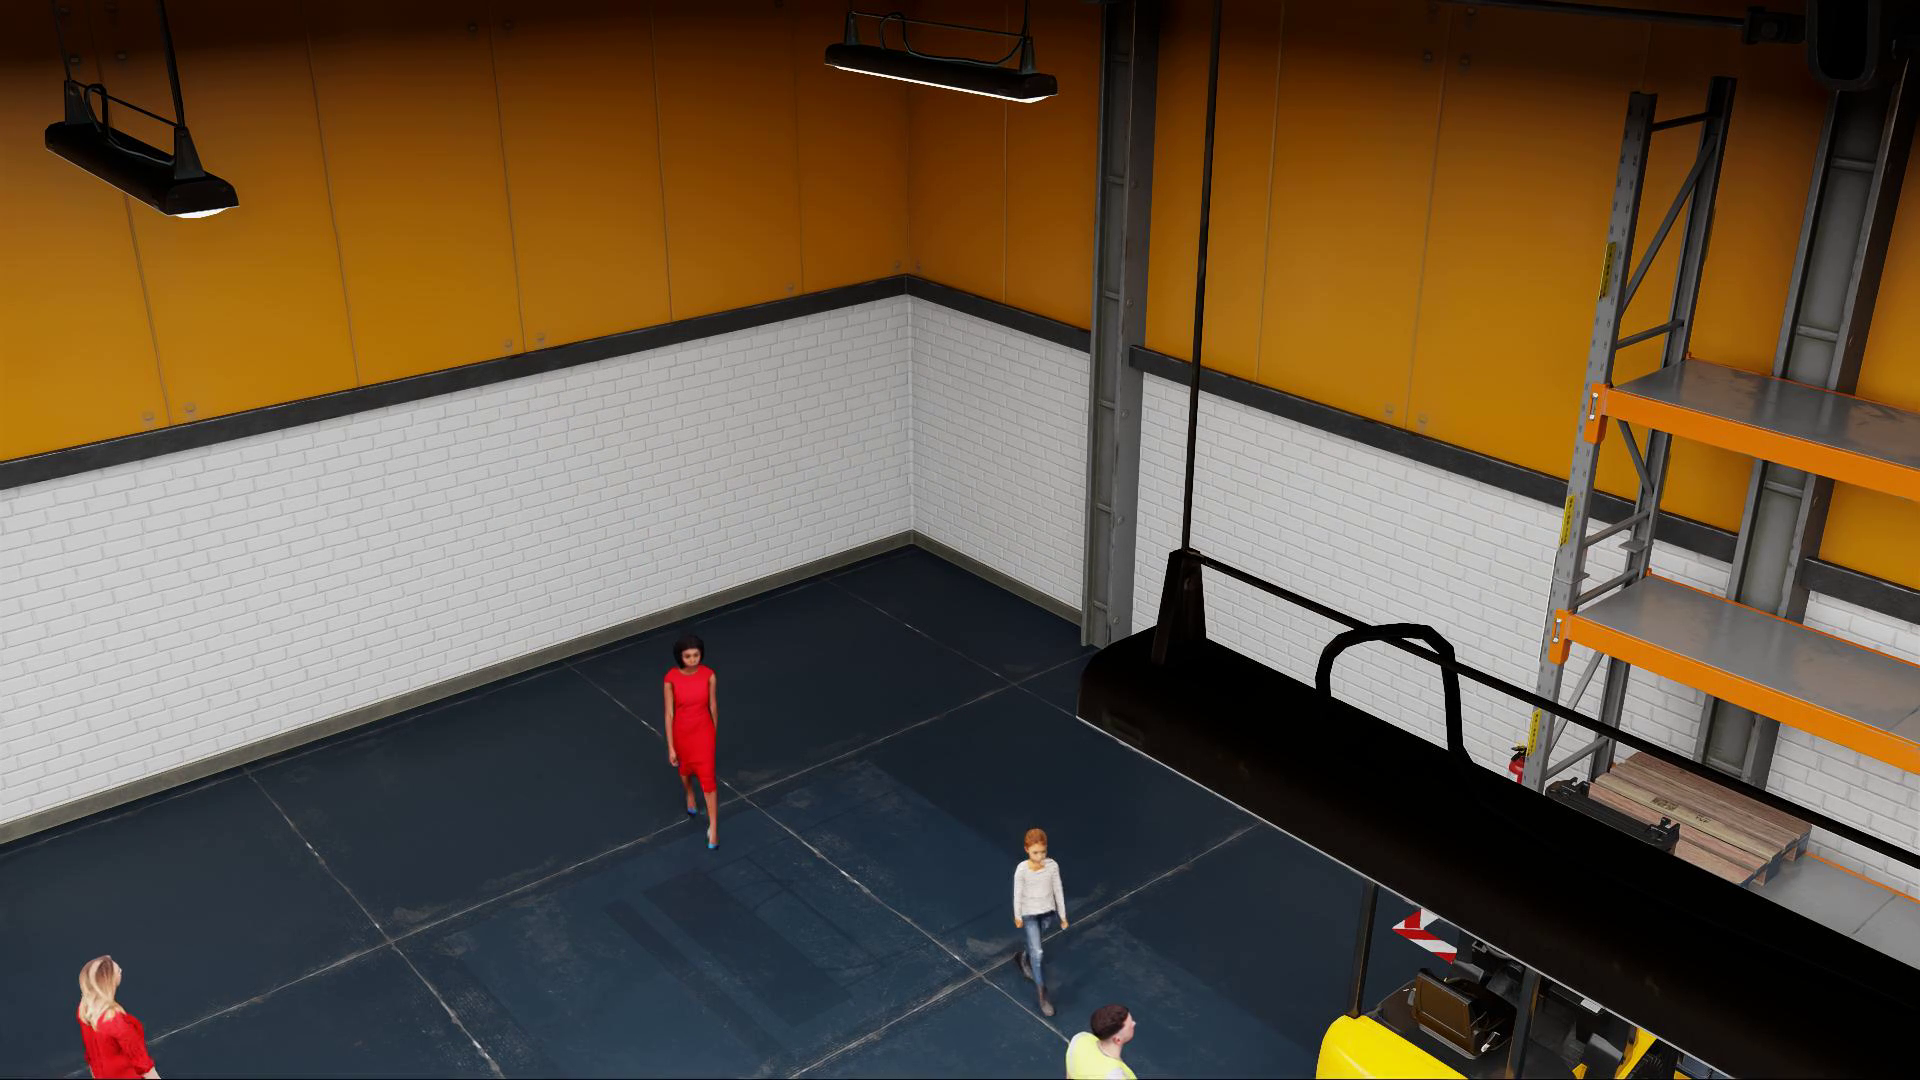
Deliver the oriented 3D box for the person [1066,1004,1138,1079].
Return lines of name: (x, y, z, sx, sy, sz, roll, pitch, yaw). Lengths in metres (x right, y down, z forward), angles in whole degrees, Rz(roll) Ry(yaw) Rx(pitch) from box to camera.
person: (0.777, 3.221, 8.865, 0.827, 1.846, 0.732, -11, 26, -24)

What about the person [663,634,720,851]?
person: (-2.109, 1.507, 12.969, 0.898, 1.701, 1.174, -6, 24, -13)

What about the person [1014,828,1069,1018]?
person: (0.505, 2.487, 11.238, 0.677, 1.290, 0.959, -8, 25, -18)

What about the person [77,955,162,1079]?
person: (-4.741, 3.130, 9.298, 1.130, 1.666, 0.847, 17, 29, 34)
